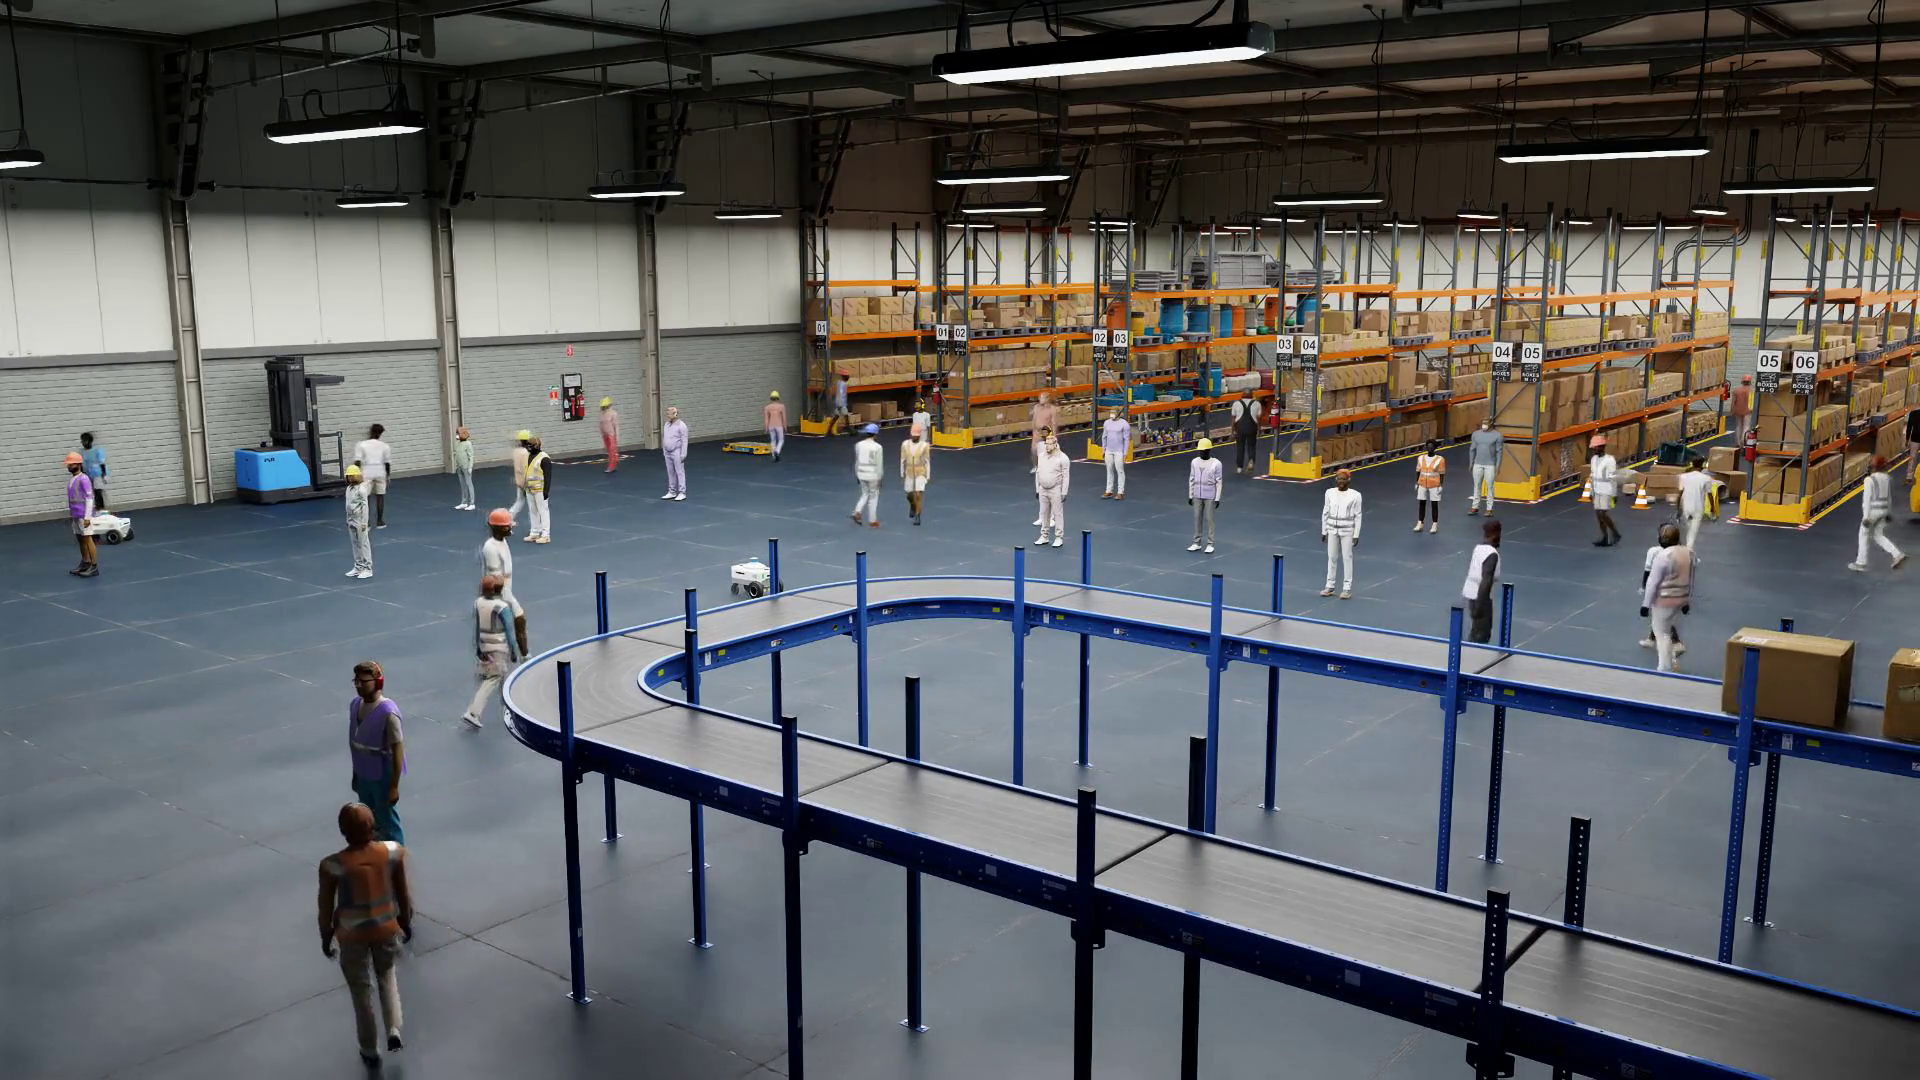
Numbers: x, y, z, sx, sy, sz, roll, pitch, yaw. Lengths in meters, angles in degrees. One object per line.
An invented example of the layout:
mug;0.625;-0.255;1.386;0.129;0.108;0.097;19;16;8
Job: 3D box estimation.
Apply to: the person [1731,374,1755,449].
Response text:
person;20.343;-3.316;40.596;0.625;1.974;0.772;7;12;33

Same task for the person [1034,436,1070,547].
person;1.555;-0.843;26.842;0.651;1.907;0.409;8;13;37

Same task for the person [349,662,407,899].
person;-4.462;1.825;12.004;0.578;1.845;0.375;8;13;37

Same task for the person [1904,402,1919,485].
person;20.995;-2.188;34.155;0.622;1.996;0.368;8;13;37

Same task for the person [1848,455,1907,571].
person;14.441;-0.406;24.533;0.585;1.859;0.748;-5;11;-27

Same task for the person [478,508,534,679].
person;-5.248;0.630;18.277;0.929;2.007;0.622;0;10;0

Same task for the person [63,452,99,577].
person;-13.672;-0.399;24.265;0.553;1.937;0.374;8;13;37

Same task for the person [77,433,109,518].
person;-16.393;-1.201;29.554;0.605;1.645;0.781;2;10;12

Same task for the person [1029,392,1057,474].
person;1.866;-2.445;35.903;0.684;1.883;0.700;7;12;35

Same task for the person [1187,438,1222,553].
person;4.100;-0.749;26.257;0.594;1.926;0.367;8;13;37

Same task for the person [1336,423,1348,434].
person;9.876;-3.319;40.394;0.614;2.042;0.373;8;13;37

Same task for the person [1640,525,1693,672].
person;8.216;0.731;18.208;0.655;1.823;0.453;-8;13;-37

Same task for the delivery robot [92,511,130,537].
delivery robot;-14.862;-0.262;27.233;0.707;0.478;0.477;0;10;1

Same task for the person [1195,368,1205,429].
person;7.145;-4.233;46.221;0.522;1.813;0.930;6;12;31

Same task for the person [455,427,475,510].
person;-9.773;-1.413;30.816;0.507;1.632;0.275;8;13;37

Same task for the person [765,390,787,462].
person;-4.485;-2.757;38.023;0.547;1.752;0.436;1;10;8

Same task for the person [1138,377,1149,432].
person;5.177;-3.805;44.279;0.507;1.632;0.275;8;13;37

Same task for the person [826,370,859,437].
person;-3.306;-3.787;43.506;0.934;1.886;0.554;-3;10;-14

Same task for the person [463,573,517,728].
person;-4.932;1.151;16.477;0.528;1.603;0.829;8;13;38

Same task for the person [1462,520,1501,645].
person;6.077;0.702;18.242;0.452;1.874;0.652;1;10;4

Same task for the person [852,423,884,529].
person;-1.671;-1.171;28.631;0.626;1.928;0.547;8;13;37

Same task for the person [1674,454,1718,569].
person;11.713;-0.443;24.805;0.874;1.833;0.528;-7;12;-34

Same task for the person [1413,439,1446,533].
person;8.454;-0.980;28.193;0.540;1.699;0.315;8;13;37

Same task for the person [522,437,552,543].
person;-7.368;-0.871;27.184;0.633;1.842;0.429;8;13;37

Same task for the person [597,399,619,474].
person;-8.155;-2.400;36.134;0.550;1.720;0.705;5;11;28

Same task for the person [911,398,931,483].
person;-0.878;-2.197;34.565;0.531;1.870;0.316;8;13;37

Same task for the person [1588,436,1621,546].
person;11.002;-0.833;26.809;0.547;1.900;0.580;-2;10;-13

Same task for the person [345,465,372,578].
person;-9.330;-0.289;24.177;0.492;1.746;0.284;8;13;37

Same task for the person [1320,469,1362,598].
person;5.528;-0.102;22.732;0.584;1.883;0.345;8;13;37

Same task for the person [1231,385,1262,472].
person;6.643;-2.576;36.338;0.698;2.000;0.544;2;10;12

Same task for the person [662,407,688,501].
person;-5.868;-1.770;32.058;0.651;1.907;0.409;8;13;37

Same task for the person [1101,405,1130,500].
person;3.189;-1.809;32.188;0.635;1.939;0.360;8;13;37

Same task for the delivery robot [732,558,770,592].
delivery robot;-3.017;0.503;22.928;0.707;0.478;0.477;8;13;37

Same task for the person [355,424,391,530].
person;-10.758;-1.160;28.588;0.750;1.922;0.458;-7;12;-33

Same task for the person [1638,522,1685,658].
person;8.754;0.617;19.350;0.525;1.659;0.858;-4;11;-19

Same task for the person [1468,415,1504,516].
person;10.091;-1.434;30.076;0.635;1.938;0.360;8;13;37

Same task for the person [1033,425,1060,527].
person;1.600;-1.186;28.879;0.531;1.870;0.316;8;13;37

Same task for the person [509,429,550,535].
person;-7.822;-1.029;27.947;0.597;1.899;0.871;9;14;42

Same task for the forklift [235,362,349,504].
forklift;-13.803;-2.244;32.110;1.129;2.768;1.873;8;13;37

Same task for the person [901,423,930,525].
person;-0.820;-1.242;29.078;0.569;1.906;0.641;2;10;11

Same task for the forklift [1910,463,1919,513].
forklift;19.034;-1.348;28.998;2.313;2.155;1.214;8;13;37

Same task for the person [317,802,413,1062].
person;-3.608;2.376;9.493;0.537;1.623;0.364;-7;12;-36

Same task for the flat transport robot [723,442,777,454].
flat transport robot;-5.364;-2.375;40.186;1.431;0.197;0.652;8;13;37
